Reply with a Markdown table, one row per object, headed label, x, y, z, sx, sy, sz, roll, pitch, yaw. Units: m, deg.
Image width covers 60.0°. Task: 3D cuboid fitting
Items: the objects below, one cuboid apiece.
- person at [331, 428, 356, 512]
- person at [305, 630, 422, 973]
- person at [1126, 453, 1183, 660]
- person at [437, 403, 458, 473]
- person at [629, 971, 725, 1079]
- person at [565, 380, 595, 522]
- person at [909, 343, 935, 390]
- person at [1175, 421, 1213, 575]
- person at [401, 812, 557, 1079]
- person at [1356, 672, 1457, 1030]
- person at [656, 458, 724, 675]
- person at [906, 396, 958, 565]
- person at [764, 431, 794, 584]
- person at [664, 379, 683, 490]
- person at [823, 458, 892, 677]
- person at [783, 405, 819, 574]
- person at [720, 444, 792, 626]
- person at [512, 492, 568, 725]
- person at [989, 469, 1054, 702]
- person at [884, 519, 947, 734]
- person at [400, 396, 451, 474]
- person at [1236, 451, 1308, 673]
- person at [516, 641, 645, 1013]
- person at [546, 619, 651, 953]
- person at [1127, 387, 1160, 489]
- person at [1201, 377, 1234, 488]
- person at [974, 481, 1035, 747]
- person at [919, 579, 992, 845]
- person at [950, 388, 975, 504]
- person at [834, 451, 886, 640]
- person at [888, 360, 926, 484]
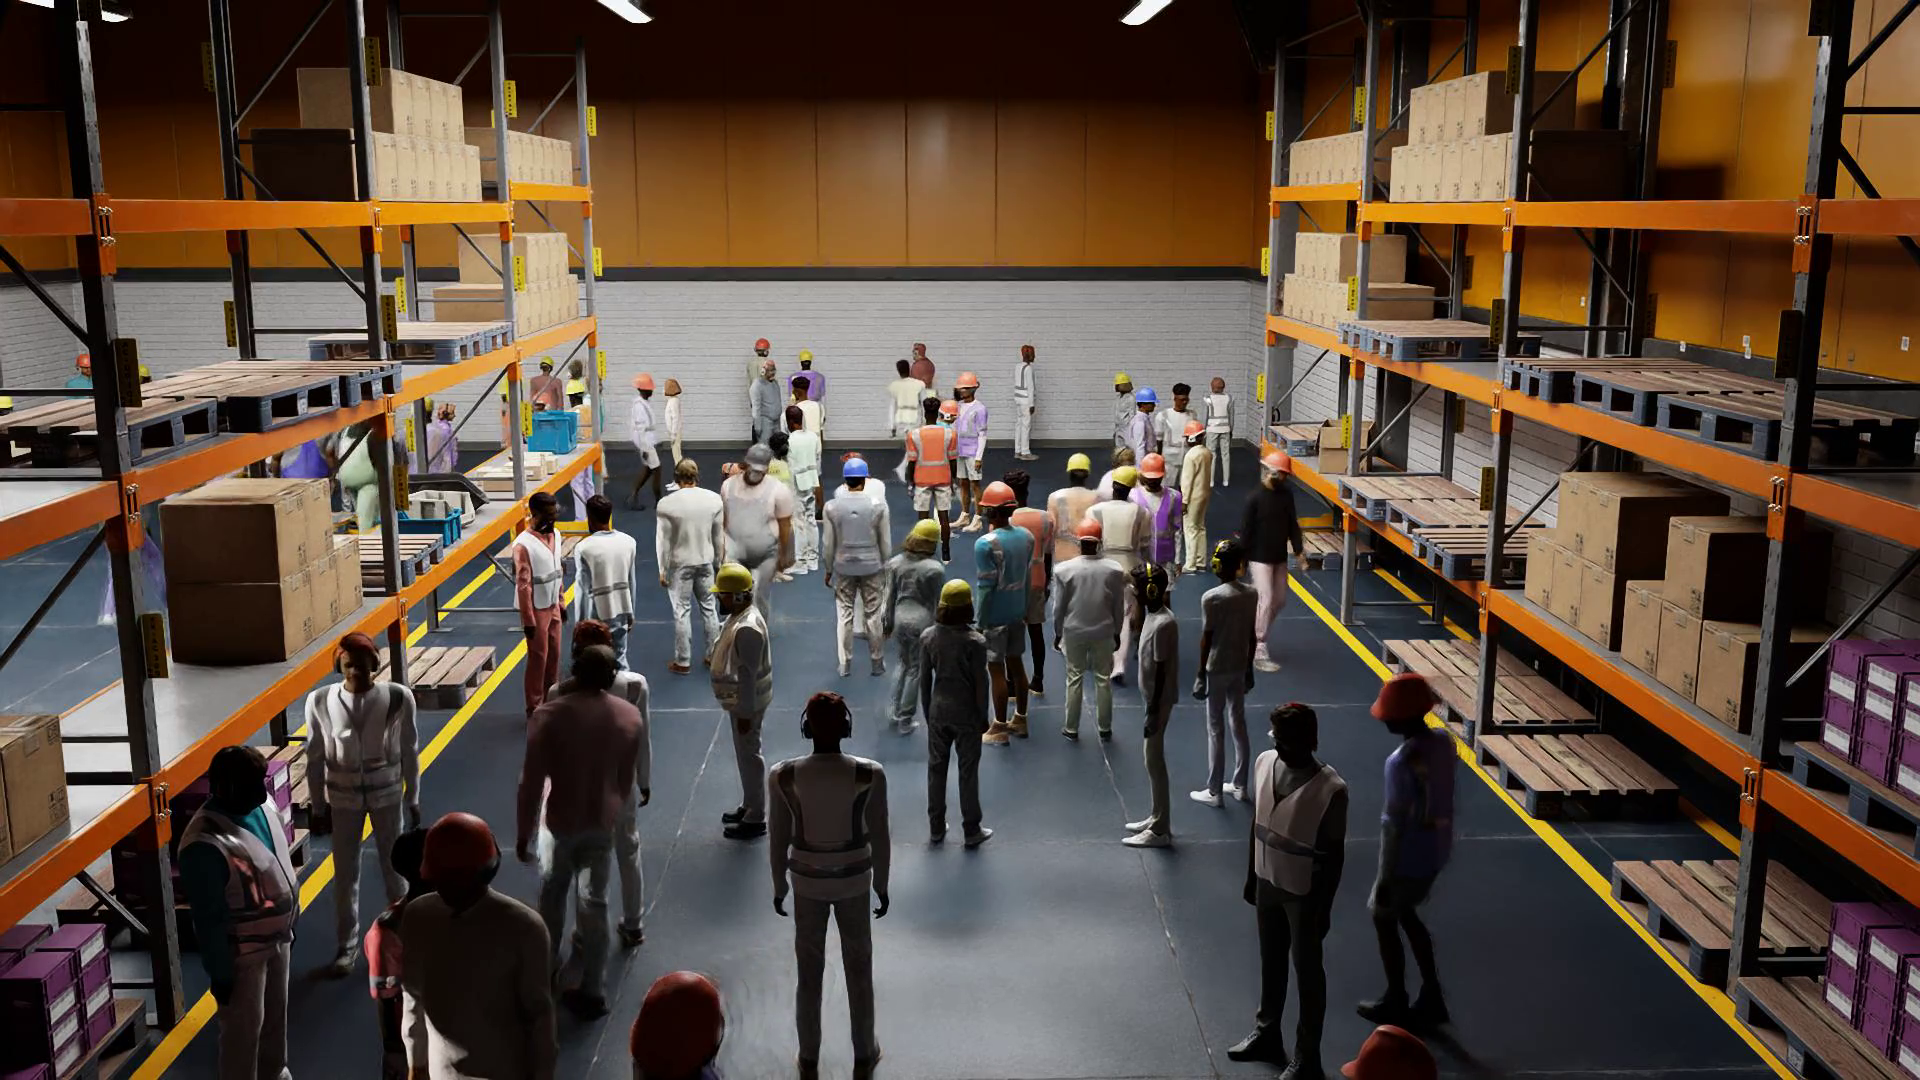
| label | x | y | z | sx | sy | sz | roll | pitch | yaw |
| --- | --- | --- | --- | --- | --- | --- | --- | --- | --- |
| person | -8.224 | -1.187 | 22.352 | 0.320 | 1.737 | 0.485 | 9 | 14 | 38 |
| person | -3.214 | 1.402 | 8.993 | 0.583 | 1.883 | 0.338 | -3 | 12 | -15 |
| person | 1.757 | 0.154 | 15.165 | 0.549 | 1.924 | 0.386 | 0 | 11 | -1 |
| person | -6.622 | -0.961 | 21.485 | 0.323 | 1.631 | 0.525 | -5 | 12 | -23 |
| person | -0.833 | 2.177 | 4.896 | 0.737 | 1.988 | 0.653 | -7 | 13 | -33 |
| person | -4.906 | -1.102 | 21.485 | 0.392 | 1.915 | 0.593 | 4 | 12 | 20 |
| person | -0.665 | -2.310 | 27.552 | 0.401 | 1.906 | 0.649 | 5 | 12 | 24 |
| person | 2.636 | -0.479 | 18.795 | 0.354 | 1.737 | 0.578 | 7 | 13 | 32 |
| person | -1.772 | 1.933 | 6.090 | 0.617 | 1.984 | 0.410 | 4 | 12 | 18 |
| person | 2.205 | 1.545 | 8.246 | 0.587 | 1.890 | 0.423 | -11 | 15 | -43 |
| person | -2.391 | 0.229 | 14.781 | 0.636 | 1.930 | 0.365 | -7 | 13 | -33 |
| person | -0.323 | -0.680 | 19.226 | 0.603 | 1.966 | 0.368 | -2 | 11 | -8 |
| person | -2.014 | -0.355 | 18.294 | 0.363 | 1.685 | 0.567 | 2 | 11 | 9 |
| person | -4.204 | -1.547 | 24.411 | 0.280 | 1.634 | 0.498 | -2 | 11 | -11 |
| person | -0.901 | 0.248 | 14.643 | 0.602 | 1.940 | 0.402 | 0 | 11 | -1 |
| person | -1.801 | -0.566 | 18.796 | 0.399 | 1.913 | 0.590 | 6 | 13 | 29 |
| person | -1.907 | 0.070 | 15.279 | 0.701 | 2.000 | 0.571 | 3 | 12 | 16 |
| person | -3.327 | 0.551 | 13.213 | 0.402 | 1.909 | 0.599 | 3 | 12 | 15 |
| person | 0.498 | 0.379 | 13.944 | 0.604 | 1.957 | 0.378 | -6 | 13 | -27 |
| person | -0.321 | 0.669 | 13.140 | 0.523 | 1.701 | 0.584 | 6 | 13 | 29 |
| person | -6.338 | -0.765 | 19.785 | 0.603 | 1.914 | 0.396 | -1 | 11 | -3 |
| person | 2.779 | 0.160 | 15.057 | 0.619 | 1.950 | 0.681 | -9 | 14 | -38 |
| person | -1.981 | 1.470 | 8.670 | 0.712 | 1.882 | 0.720 | -5 | 12 | -25 |
| person | -1.992 | 1.361 | 9.223 | 0.580 | 1.879 | 0.347 | -5 | 12 | -23 |
| person | 2.234 | -0.896 | 20.360 | 0.386 | 1.948 | 0.602 | 1 | 11 | 6 |
| person | 3.808 | -1.586 | 24.606 | 0.515 | 1.636 | 0.314 | -2 | 11 | -10 |
| person | 0.302 | 0.564 | 12.799 | 0.396 | 2.042 | 0.611 | 10 | 15 | 42 |
| person | -0.025 | 1.110 | 10.813 | 0.483 | 1.745 | 0.301 | 5 | 12 | 24 |
| person | 0.037 | -1.322 | 23.191 | 0.387 | 1.671 | 0.558 | -7 | 13 | -32 |
| person | -0.914 | 0.067 | 15.846 | 0.615 | 1.818 | 0.510 | -8 | 14 | -36 |
| person | -0.779 | -1.768 | 25.000 | 0.609 | 1.873 | 0.815 | 6 | 13 | 26 |
